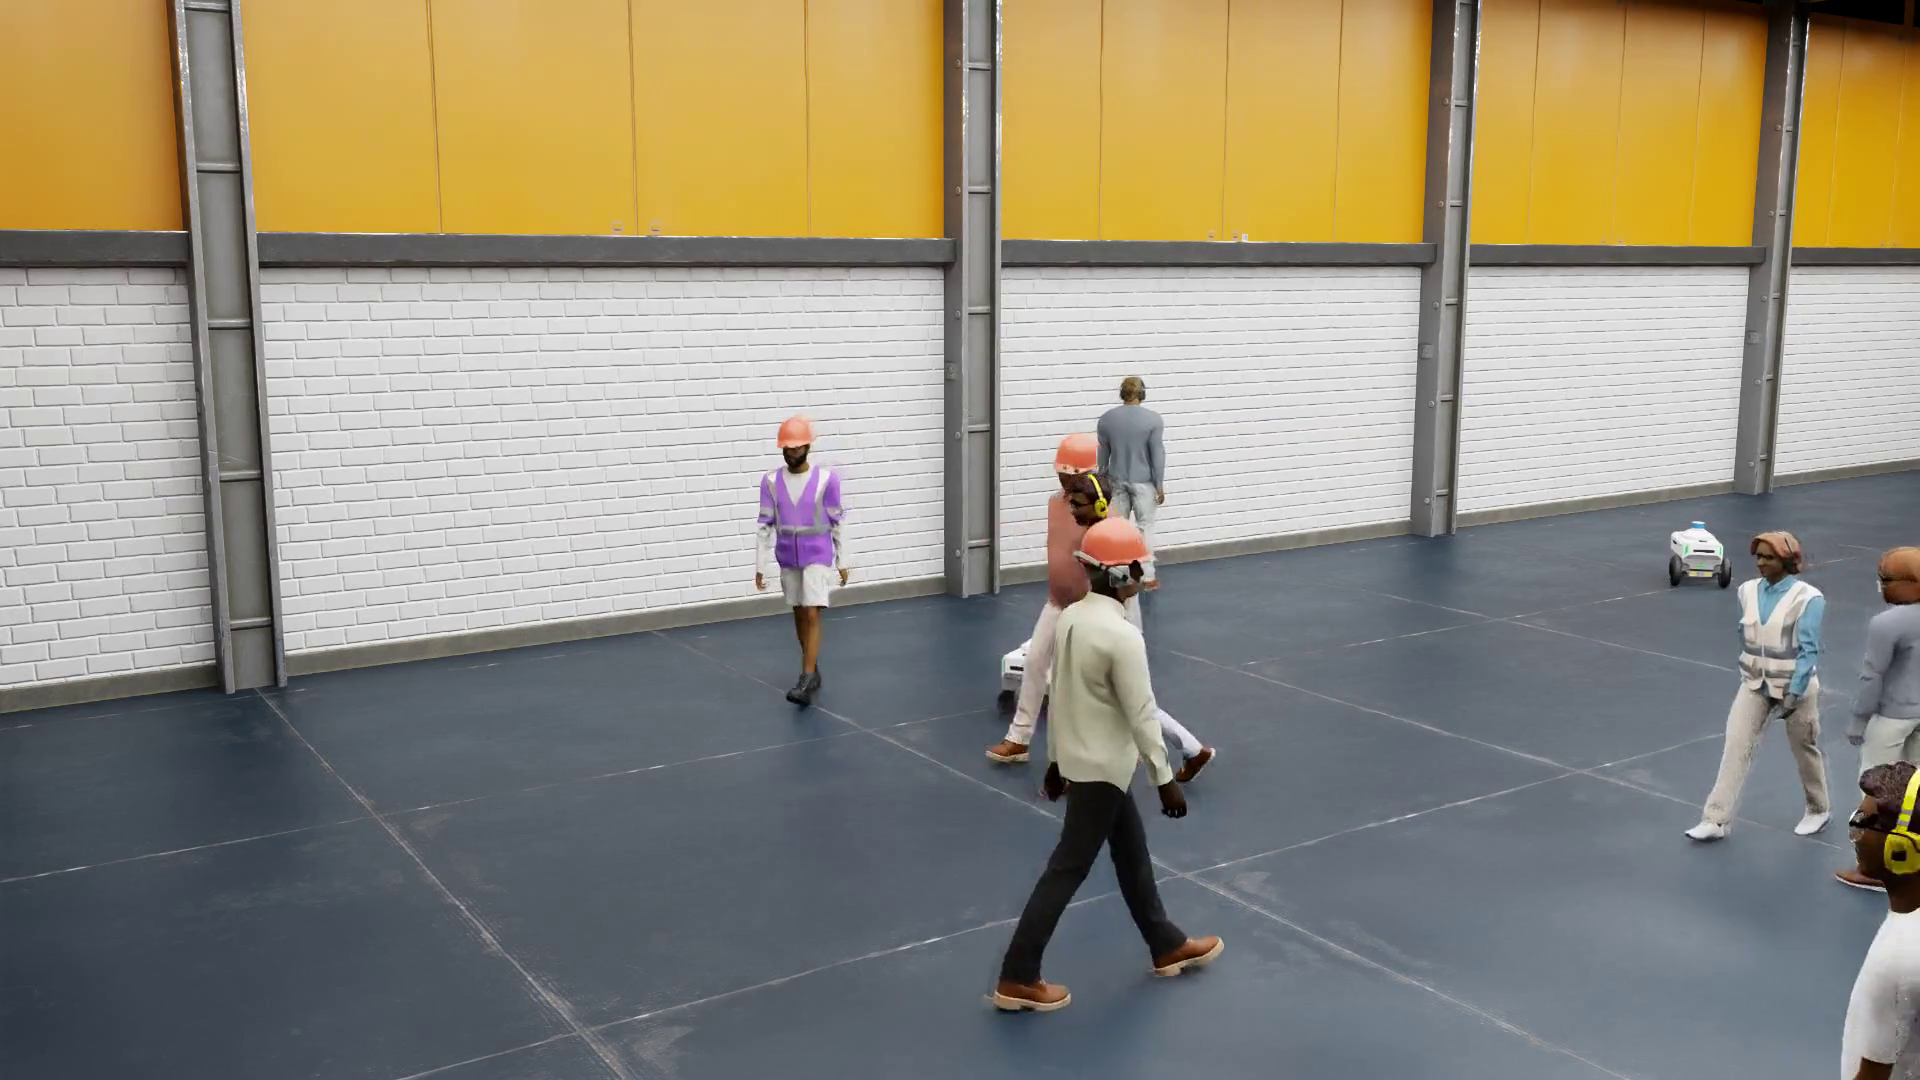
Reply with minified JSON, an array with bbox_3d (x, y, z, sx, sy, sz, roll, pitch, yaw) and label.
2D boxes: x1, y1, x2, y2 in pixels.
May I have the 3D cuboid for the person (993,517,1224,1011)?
[{"bbox_3d":[0.580,0.879,6.545,1.041,1.943,0.614,-2,10,-13],"label":"person"}]

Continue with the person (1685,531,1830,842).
[{"bbox_3d":[4.114,0.742,8.388,0.878,1.592,0.512,-5,11,-28],"label":"person"}]

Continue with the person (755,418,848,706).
[{"bbox_3d":[-1.073,0.142,11.052,0.578,1.900,0.936,2,10,12],"label":"person"}]

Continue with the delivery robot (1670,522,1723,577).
[{"bbox_3d":[6.750,0.074,15.247,0.477,0.478,0.707,2,10,13],"label":"delivery robot"}]

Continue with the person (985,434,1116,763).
[{"bbox_3d":[0.543,0.377,9.492,0.801,1.950,0.645,-7,11,-35],"label":"person"}]

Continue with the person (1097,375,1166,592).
[{"bbox_3d":[1.532,-0.505,14.862,0.646,1.936,0.372,5,11,27],"label":"person"}]

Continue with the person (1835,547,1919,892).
[{"bbox_3d":[4.393,0.834,7.750,0.560,1.624,0.321,-3,10,-18],"label":"person"}]

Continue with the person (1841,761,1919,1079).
[{"bbox_3d":[2.129,1.403,3.690,0.939,1.833,0.524,8,12,39],"label":"person"}]

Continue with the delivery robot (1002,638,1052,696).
[{"bbox_3d":[0.553,0.799,10.876,0.477,0.478,0.707,5,11,26],"label":"delivery robot"}]

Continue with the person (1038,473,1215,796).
[{"bbox_3d":[0.935,0.526,9.073,0.927,1.812,0.528,-2,10,-11],"label":"person"}]
